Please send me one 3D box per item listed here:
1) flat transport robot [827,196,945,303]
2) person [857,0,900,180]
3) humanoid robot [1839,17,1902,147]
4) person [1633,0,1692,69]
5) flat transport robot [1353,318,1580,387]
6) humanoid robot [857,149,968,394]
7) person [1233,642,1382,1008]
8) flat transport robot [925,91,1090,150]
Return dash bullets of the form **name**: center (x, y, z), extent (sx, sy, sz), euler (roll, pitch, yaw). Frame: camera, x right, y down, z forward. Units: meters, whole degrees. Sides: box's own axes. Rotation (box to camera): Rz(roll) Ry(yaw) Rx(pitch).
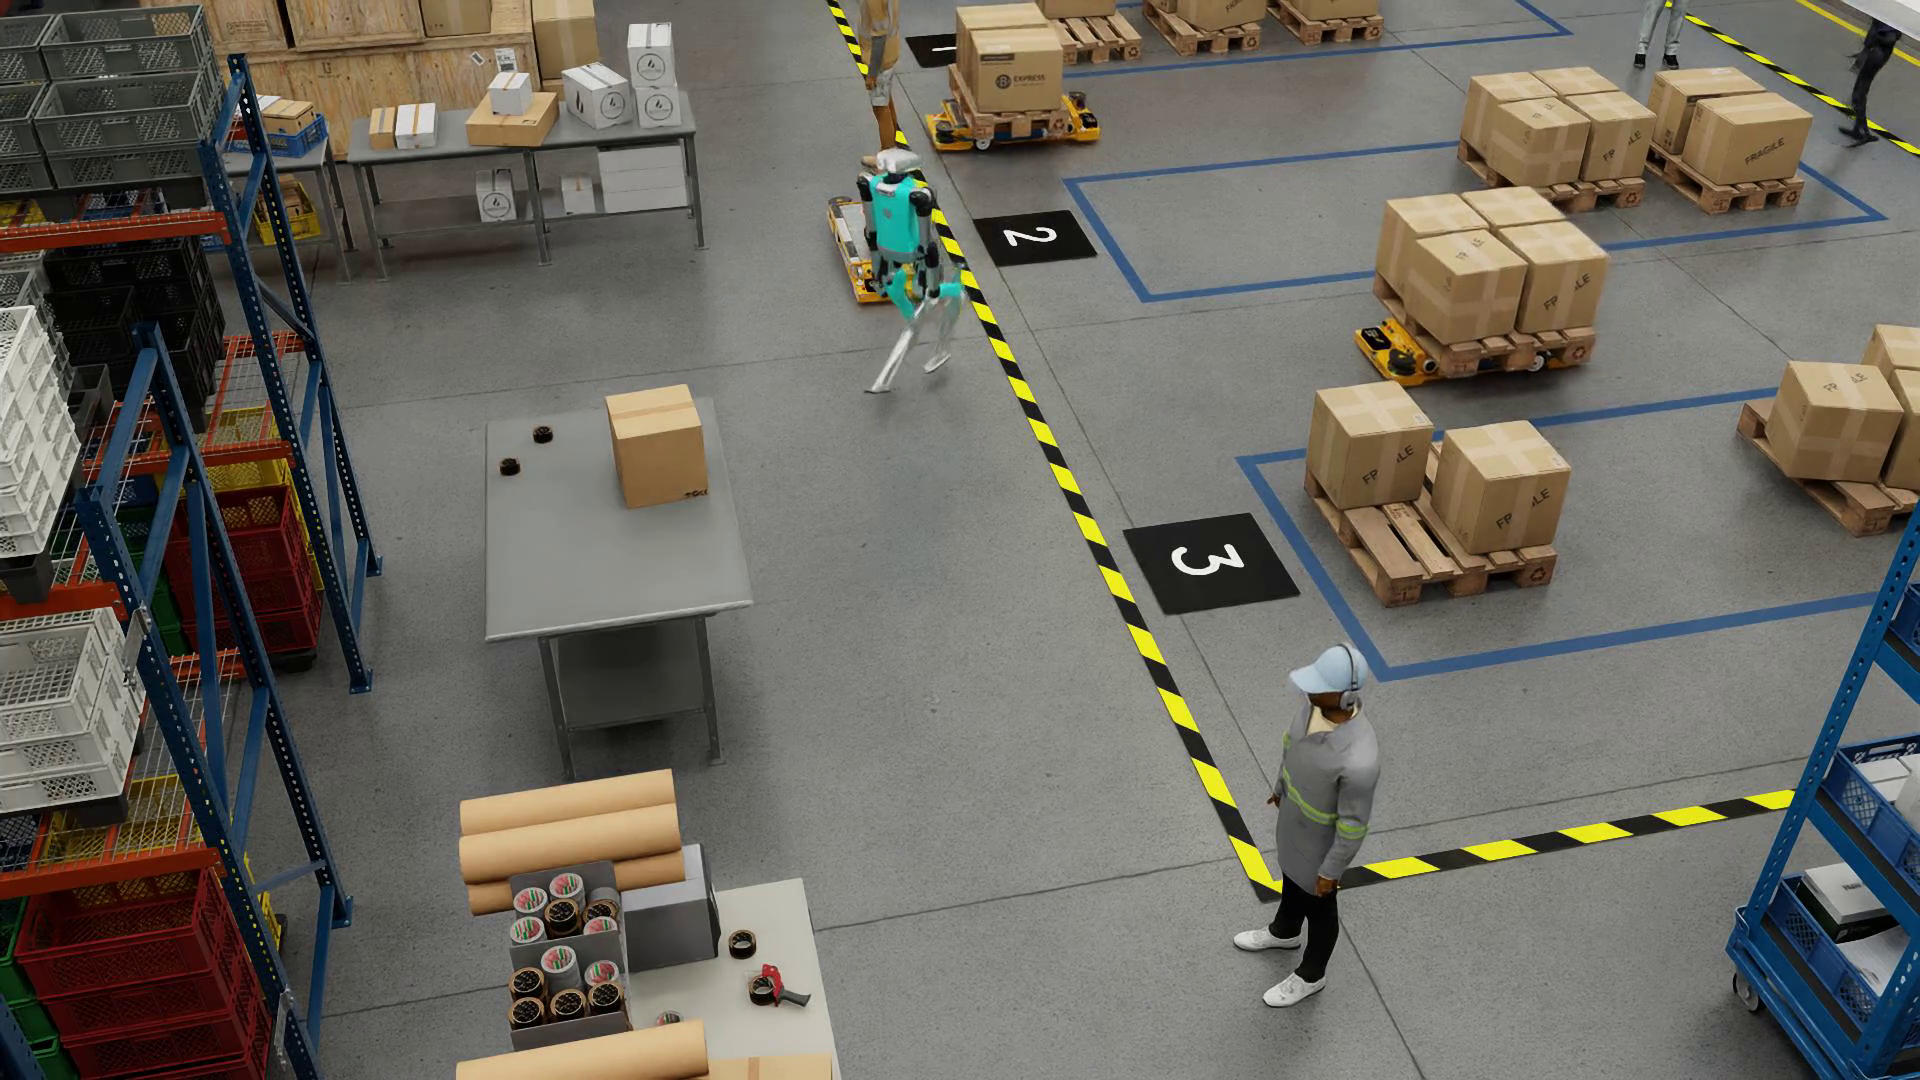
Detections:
- **flat transport robot**: center (-0.570, -2.220, 12.538), extent (0.659, 0.231, 1.431), euler (-8, 37, -10)
- **person**: center (-0.663, -3.854, 13.245), extent (0.365, 2.048, 0.606), euler (3, 37, 3)
- **humanoid robot**: center (7.718, -4.149, 13.951), extent (0.464, 1.634, 0.611), euler (23, 42, 28)
- **person**: center (6.633, -5.263, 15.320), extent (0.586, 1.829, 0.404), euler (3, 37, 4)
- **flat transport robot**: center (3.499, -1.370, 11.372), extent (1.431, 0.197, 0.652), euler (-8, 37, -10)
- **humanoid robot**: center (-0.272, -1.733, 10.656), extent (0.544, 1.735, 1.031), euler (22, 42, 27)
- **person**: center (1.407, 1.140, 6.696), extent (0.370, 1.852, 0.588), euler (-8, 37, -11)
- **flat transport robot**: center (0.451, -3.644, 14.429), extent (1.431, 0.197, 0.652), euler (-6, 37, -9)
